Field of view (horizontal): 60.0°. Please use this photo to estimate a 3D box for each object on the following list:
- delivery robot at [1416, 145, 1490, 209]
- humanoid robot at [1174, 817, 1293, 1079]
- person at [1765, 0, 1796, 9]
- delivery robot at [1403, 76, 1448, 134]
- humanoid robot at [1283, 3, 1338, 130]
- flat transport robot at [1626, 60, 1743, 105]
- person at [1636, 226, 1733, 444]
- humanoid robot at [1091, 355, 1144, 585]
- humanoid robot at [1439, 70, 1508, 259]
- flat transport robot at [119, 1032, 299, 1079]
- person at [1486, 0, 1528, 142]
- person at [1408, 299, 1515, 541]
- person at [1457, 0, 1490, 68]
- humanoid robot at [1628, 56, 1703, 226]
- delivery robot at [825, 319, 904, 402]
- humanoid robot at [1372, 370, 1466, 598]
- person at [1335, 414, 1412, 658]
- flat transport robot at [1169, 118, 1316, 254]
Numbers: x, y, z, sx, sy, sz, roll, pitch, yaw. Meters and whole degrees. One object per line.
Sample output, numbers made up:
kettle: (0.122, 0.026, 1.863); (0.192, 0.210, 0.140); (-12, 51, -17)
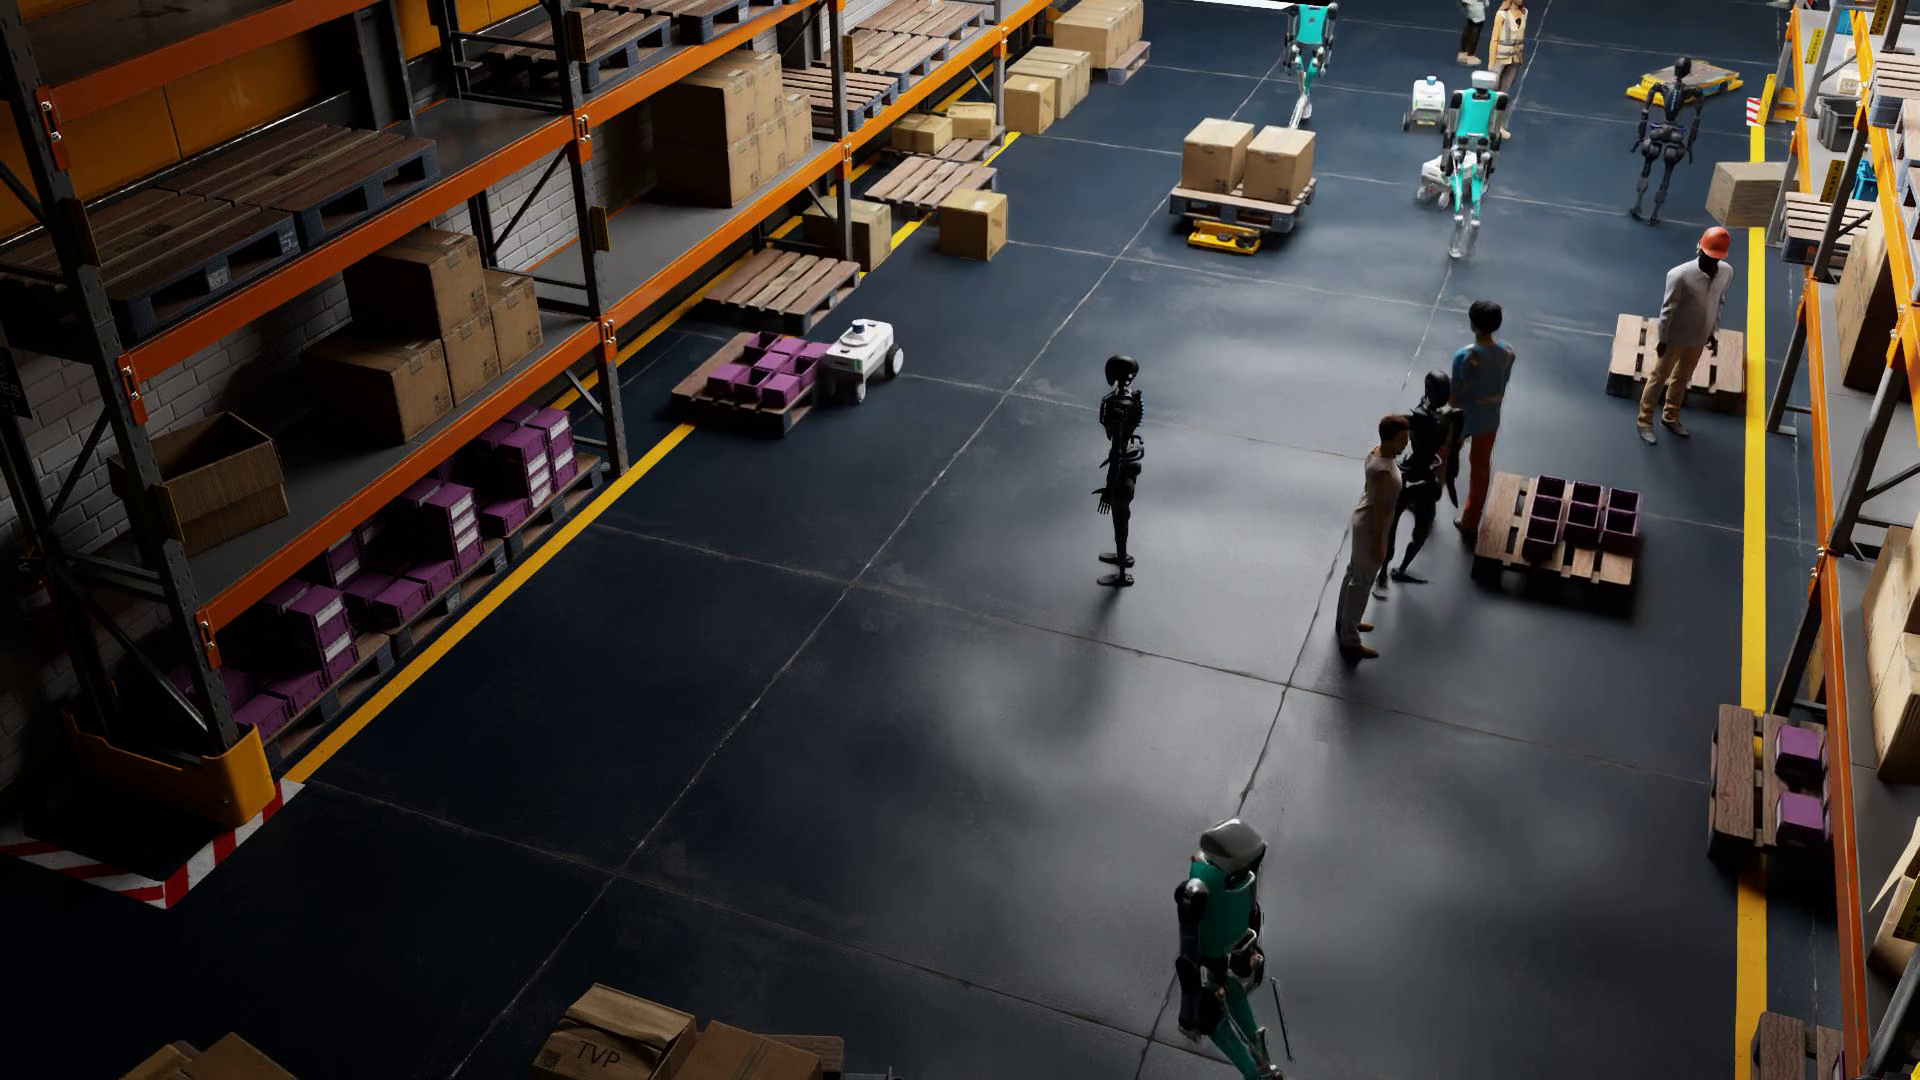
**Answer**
delivery robot: (5.097, -3.781, 17.181); (0.770, 0.595, 0.499); (-25, 41, -33)
humanoid robot: (1.261, 2.063, 7.144); (0.727, 1.893, 0.539); (26, 41, 34)
person: (11.580, -8.280, 22.921); (0.447, 1.882, 0.533); (25, 40, 33)
delivery robot: (5.363, -4.989, 19.068); (0.499, 0.614, 0.812); (7, 34, 11)
humanoid robot: (3.906, -5.449, 18.713); (0.540, 1.728, 1.007); (6, 33, 9)
flat transport robot: (8.792, -5.524, 20.141); (1.431, 0.231, 0.659); (-22, 39, -30)
person: (5.545, -1.563, 12.646); (0.563, 1.747, 0.336); (-9, 34, -14)
humanoid robot: (1.050, -0.468, 11.006); (0.315, 1.657, 0.599); (6, 33, 9)
humanoid robot: (4.776, -3.396, 15.541); (0.535, 1.831, 0.721); (1, 33, 2)
flat transport robot: (-3.370, 2.976, 6.986); (0.659, 0.231, 1.431); (20, 38, 28)
person: (6.045, -5.313, 18.423); (0.478, 1.777, 0.305); (-16, 36, -23)
person: (3.538, -0.874, 11.590); (0.517, 1.741, 0.728); (-7, 33, -10)
person: (6.435, -6.789, 20.797); (0.422, 1.668, 0.568); (-7, 34, -11)
humanoid robot: (6.956, -3.933, 16.393); (0.583, 1.648, 0.340); (14, 35, 21)
delivery robot: (-0.819, -1.530, 13.695); (0.499, 0.594, 0.782); (12, 35, 18)
humanoid robot: (2.973, -0.372, 10.872); (0.599, 1.646, 0.341); (-9, 34, -13)
person: (2.578, -0.046, 10.381); (0.277, 1.656, 0.452); (5, 33, 7)
flat transport robot: (2.806, -3.222, 16.578); (0.659, 0.231, 1.431); (14, 35, 21)
